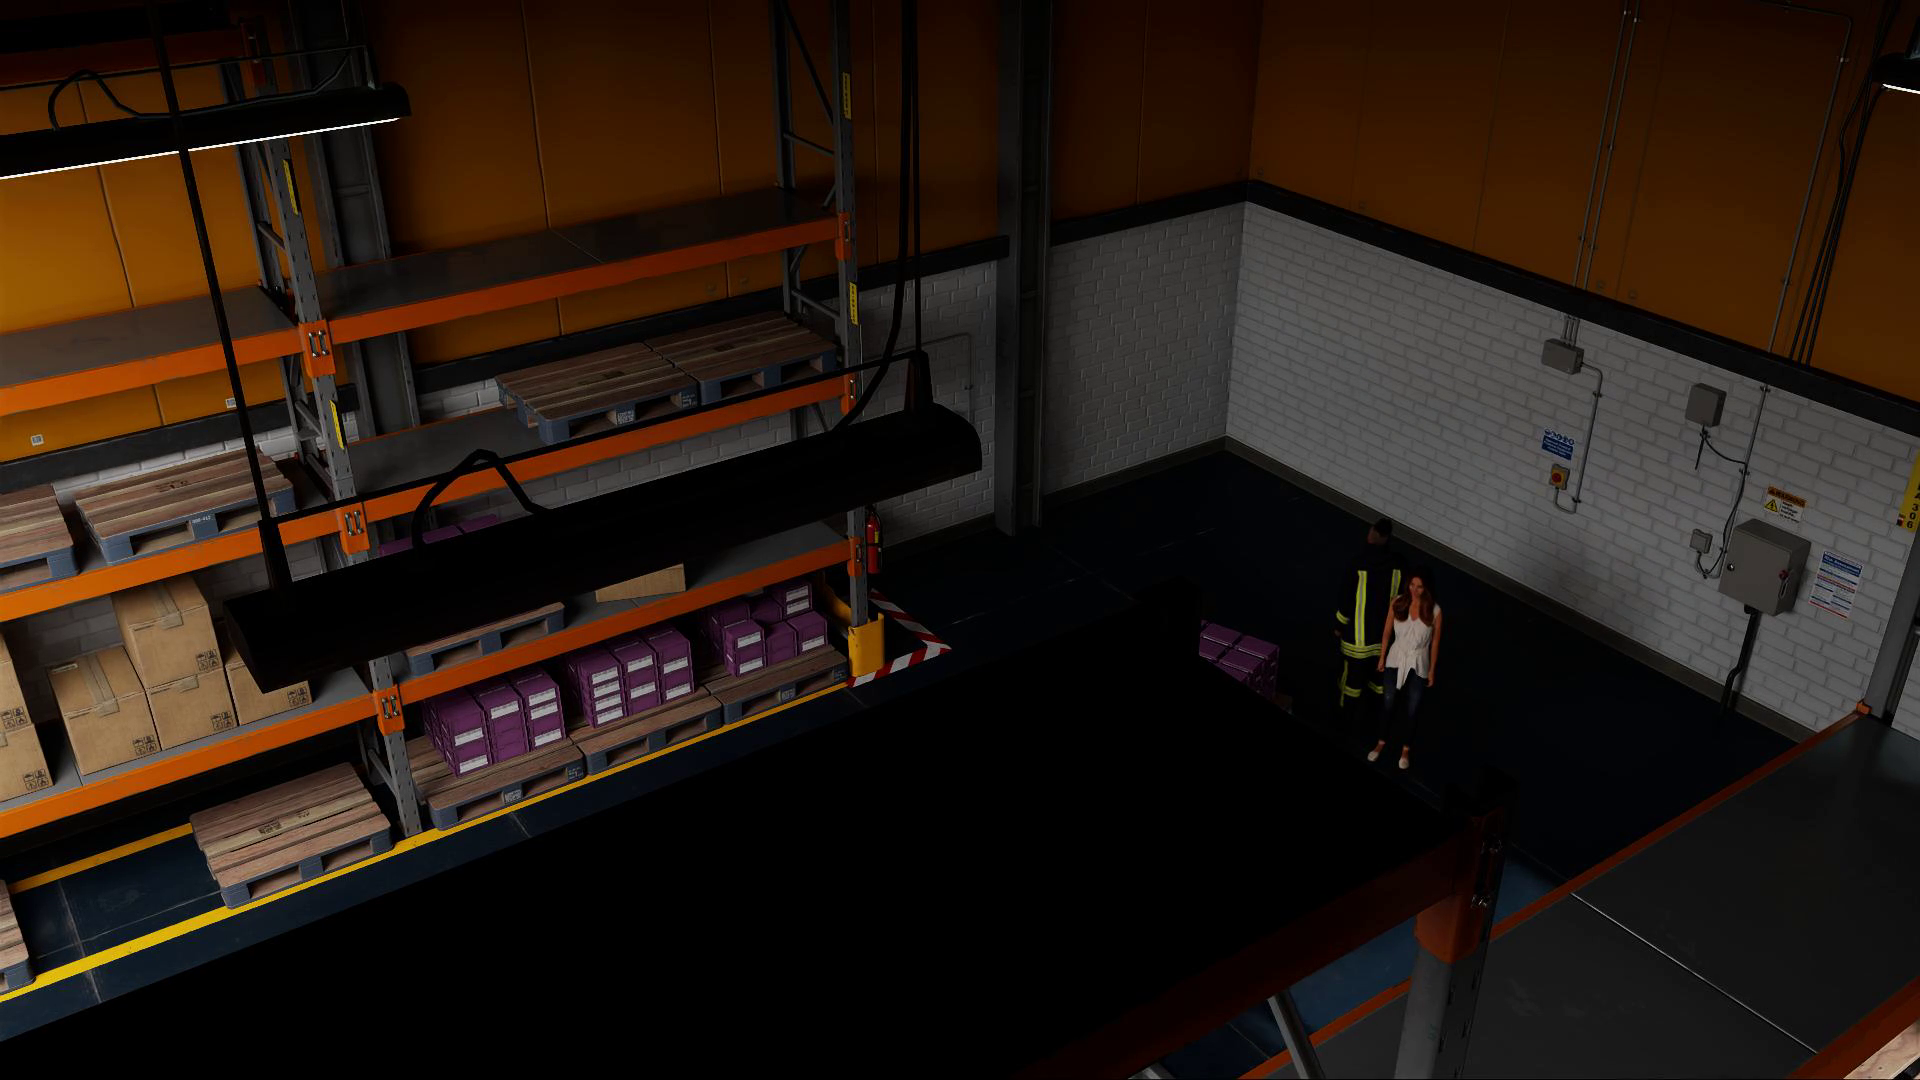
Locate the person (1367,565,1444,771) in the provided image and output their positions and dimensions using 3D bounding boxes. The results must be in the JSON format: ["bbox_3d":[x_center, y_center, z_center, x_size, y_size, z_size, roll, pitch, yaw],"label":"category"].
[{"bbox_3d":[3.501,0.979,12.975,0.684,1.784,0.687,13,31,23],"label":"person"}]

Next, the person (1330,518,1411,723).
[{"bbox_3d":[3.322,0.639,13.516,0.797,1.862,0.928,-5,29,-9],"label":"person"}]
